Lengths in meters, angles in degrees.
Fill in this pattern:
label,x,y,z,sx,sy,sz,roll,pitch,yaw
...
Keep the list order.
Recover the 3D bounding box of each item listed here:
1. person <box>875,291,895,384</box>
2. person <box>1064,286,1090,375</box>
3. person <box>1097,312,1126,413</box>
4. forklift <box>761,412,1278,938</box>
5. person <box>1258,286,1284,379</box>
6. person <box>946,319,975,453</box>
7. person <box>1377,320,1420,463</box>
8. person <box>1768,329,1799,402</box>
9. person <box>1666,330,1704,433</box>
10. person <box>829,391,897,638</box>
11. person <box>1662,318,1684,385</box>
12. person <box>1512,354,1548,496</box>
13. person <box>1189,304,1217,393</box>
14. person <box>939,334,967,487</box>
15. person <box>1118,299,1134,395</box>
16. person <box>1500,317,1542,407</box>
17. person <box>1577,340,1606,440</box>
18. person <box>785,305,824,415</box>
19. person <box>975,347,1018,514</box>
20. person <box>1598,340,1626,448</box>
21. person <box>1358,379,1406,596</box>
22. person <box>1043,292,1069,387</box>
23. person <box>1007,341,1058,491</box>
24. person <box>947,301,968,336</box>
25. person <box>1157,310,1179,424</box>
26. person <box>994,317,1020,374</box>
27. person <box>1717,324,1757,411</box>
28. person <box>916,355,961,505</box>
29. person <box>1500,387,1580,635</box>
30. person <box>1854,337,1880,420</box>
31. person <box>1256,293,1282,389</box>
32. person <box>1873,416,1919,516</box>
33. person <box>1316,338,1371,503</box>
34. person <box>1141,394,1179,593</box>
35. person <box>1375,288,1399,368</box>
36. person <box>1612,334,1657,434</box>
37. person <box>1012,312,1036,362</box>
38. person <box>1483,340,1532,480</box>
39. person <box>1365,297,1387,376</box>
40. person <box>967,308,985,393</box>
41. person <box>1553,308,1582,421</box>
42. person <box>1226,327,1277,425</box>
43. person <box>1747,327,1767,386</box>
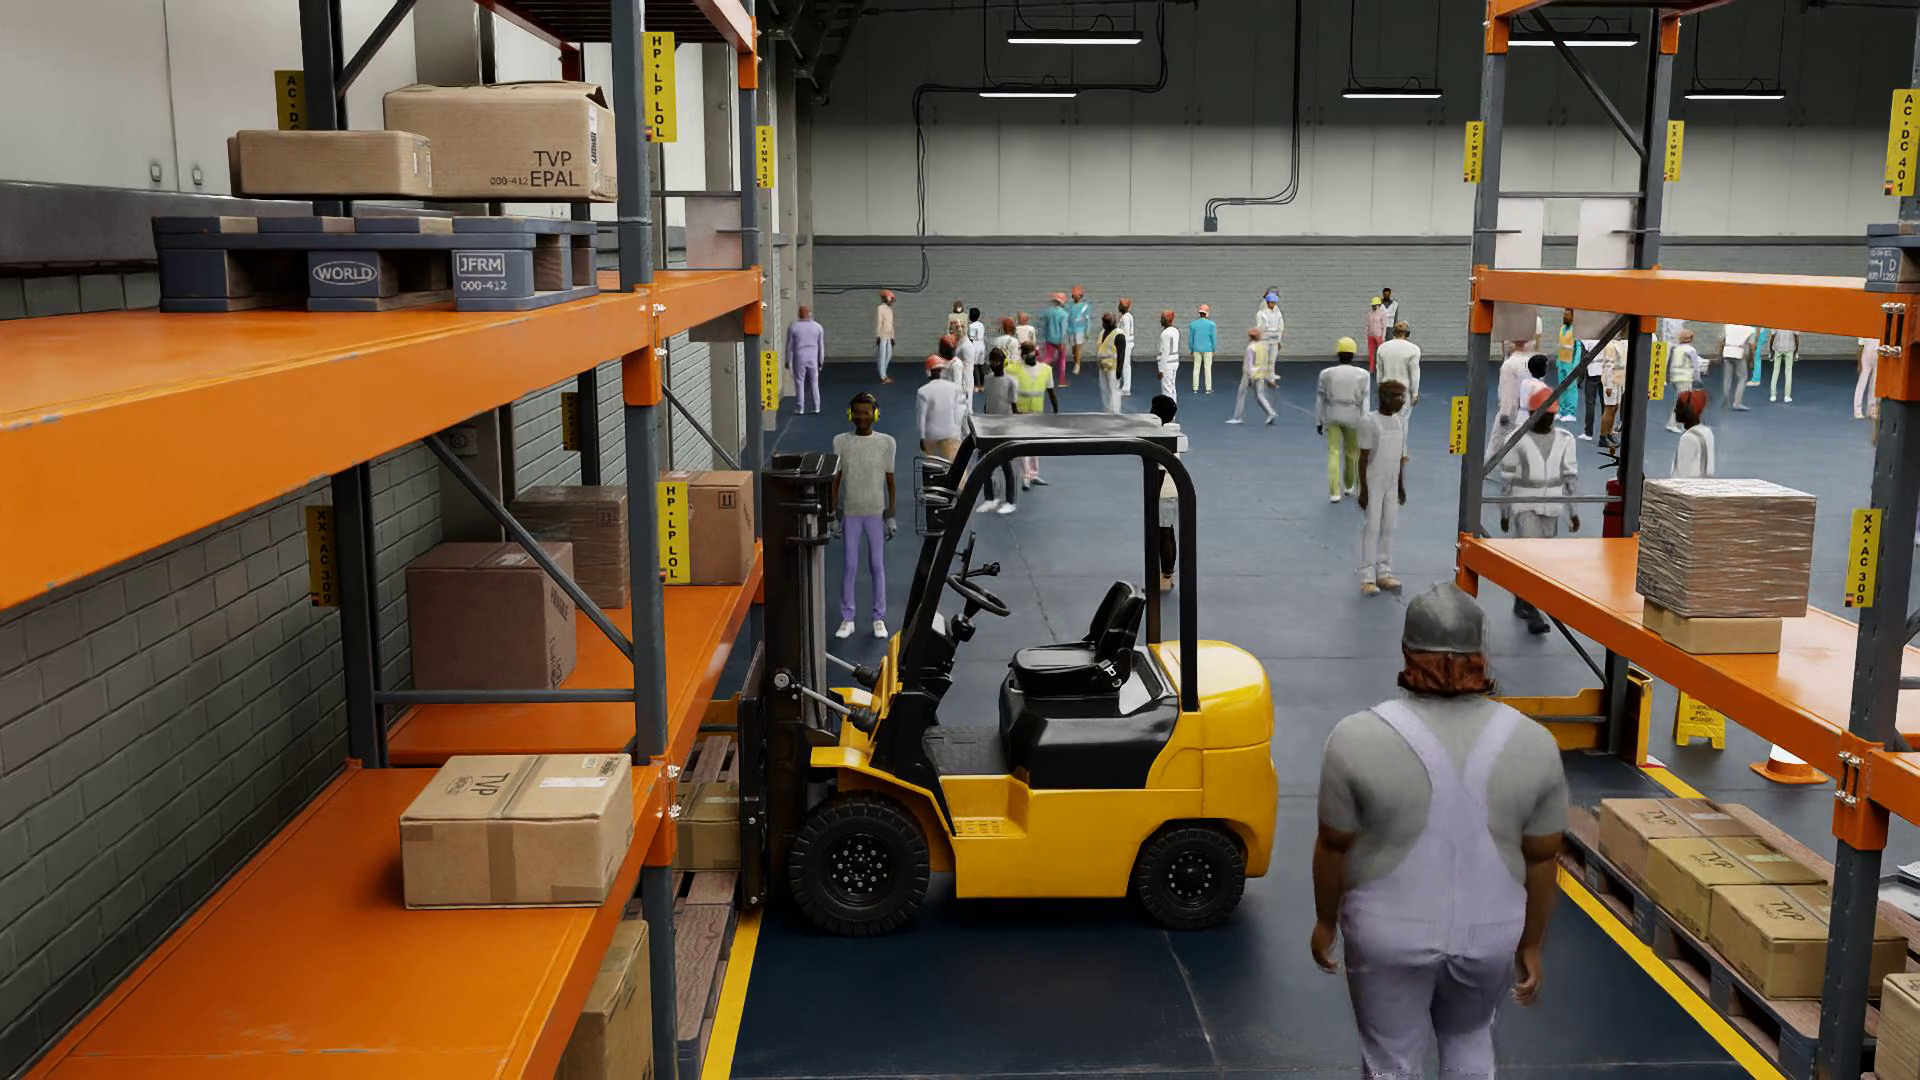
label,x,y,z,sx,sy,sz,roll,pitch,yaw
person,-1.612,-4.270,35.126,0.391,1.948,0.722,4,11,21
person,2.657,-4.769,37.769,0.614,2.004,1.023,3,11,18
person,2.454,-2.814,27.298,0.429,1.840,0.632,-5,11,-27
forklift,0.291,0.548,7.580,2.313,2.155,1.214,0,10,-2
person,6.815,-4.549,36.404,0.536,2.000,0.673,-2,10,-12
person,-0.014,-2.181,23.625,0.396,1.898,0.644,-3,11,-17
person,5.935,-2.010,22.562,0.625,1.934,0.374,9,14,41
person,15.467,-3.524,31.211,0.511,1.862,0.327,7,12,34
person,11.347,-2.478,26.045,0.499,1.616,0.606,-1,10,-8
person,-0.731,-0.185,12.558,0.513,1.876,0.328,0,10,0
person,14.892,-4.103,34.747,0.486,1.744,0.294,-2,10,-13
person,6.646,-1.311,19.314,0.317,1.697,0.540,-2,10,-9
person,4.816,-3.783,32.932,0.559,1.752,0.325,4,11,21
person,-0.095,-1.574,20.299,0.343,1.875,0.579,-2,10,-11
person,3.218,-3.773,32.518,0.355,1.883,0.574,1,10,8
person,10.083,-3.392,29.954,0.679,2.000,0.537,5,11,26
person,9.638,-2.460,25.124,0.587,1.913,0.391,0,10,1
person,-2.681,-3.114,28.805,0.664,1.903,0.414,-4,11,-20
person,0.400,-1.188,18.217,0.566,1.845,0.634,9,14,41
person,9.529,-2.293,24.170,0.386,1.924,0.548,7,13,36
person,3.585,-0.448,14.174,0.604,1.821,0.366,-8,13,-37
person,1.926,-4.108,34.170,0.621,1.961,0.840,9,14,41
person,0.907,-1.496,20.078,0.657,1.792,0.825,-4,11,-19
person,-0.062,-4.691,38.370,0.515,1.622,0.304,-5,12,-28
person,3.379,-2.809,27.152,0.356,1.882,0.574,5,11,25
person,0.746,-2.412,24.985,0.577,1.859,0.604,-6,12,-32
person,13.754,-3.188,29.500,0.388,1.806,0.675,-7,13,-36
person,-0.234,-1.227,18.770,0.552,1.724,0.690,-5,11,-25
person,4.486,-0.250,12.901,0.549,1.887,0.983,0,10,-2
person,15.363,-2.942,28.016,0.506,1.839,0.343,-1,10,-4
person,6.301,-4.060,33.928,0.605,1.951,0.381,-5,11,-27
person,10.411,-1.166,18.254,0.533,1.795,0.950,-2,10,-9
person,4.444,-1.400,19.312,0.610,1.870,0.977,3,11,17
person,1.728,-0.396,14.224,0.317,1.696,0.538,3,11,17
person,10.051,-5.003,39.309,0.582,1.910,0.391,1,10,5
person,10.432,-2.599,25.744,0.603,1.966,0.368,10,14,44
person,1.202,-3.550,31.949,0.512,1.642,0.312,-1,10,-6
person,6.800,-1.630,20.630,0.673,1.856,0.959,-7,12,-34
person,9.294,-4.557,37.236,0.335,1.760,0.528,-9,13,-40
person,0.314,-3.753,32.952,0.321,1.690,0.535,5,12,28
person,10.183,-2.948,27.825,0.386,1.918,0.596,-2,10,-13
person,4.802,-2.676,27.195,0.773,1.598,0.513,8,13,36
person,16.581,-4.123,34.618,0.361,1.834,0.519,5,12,28
